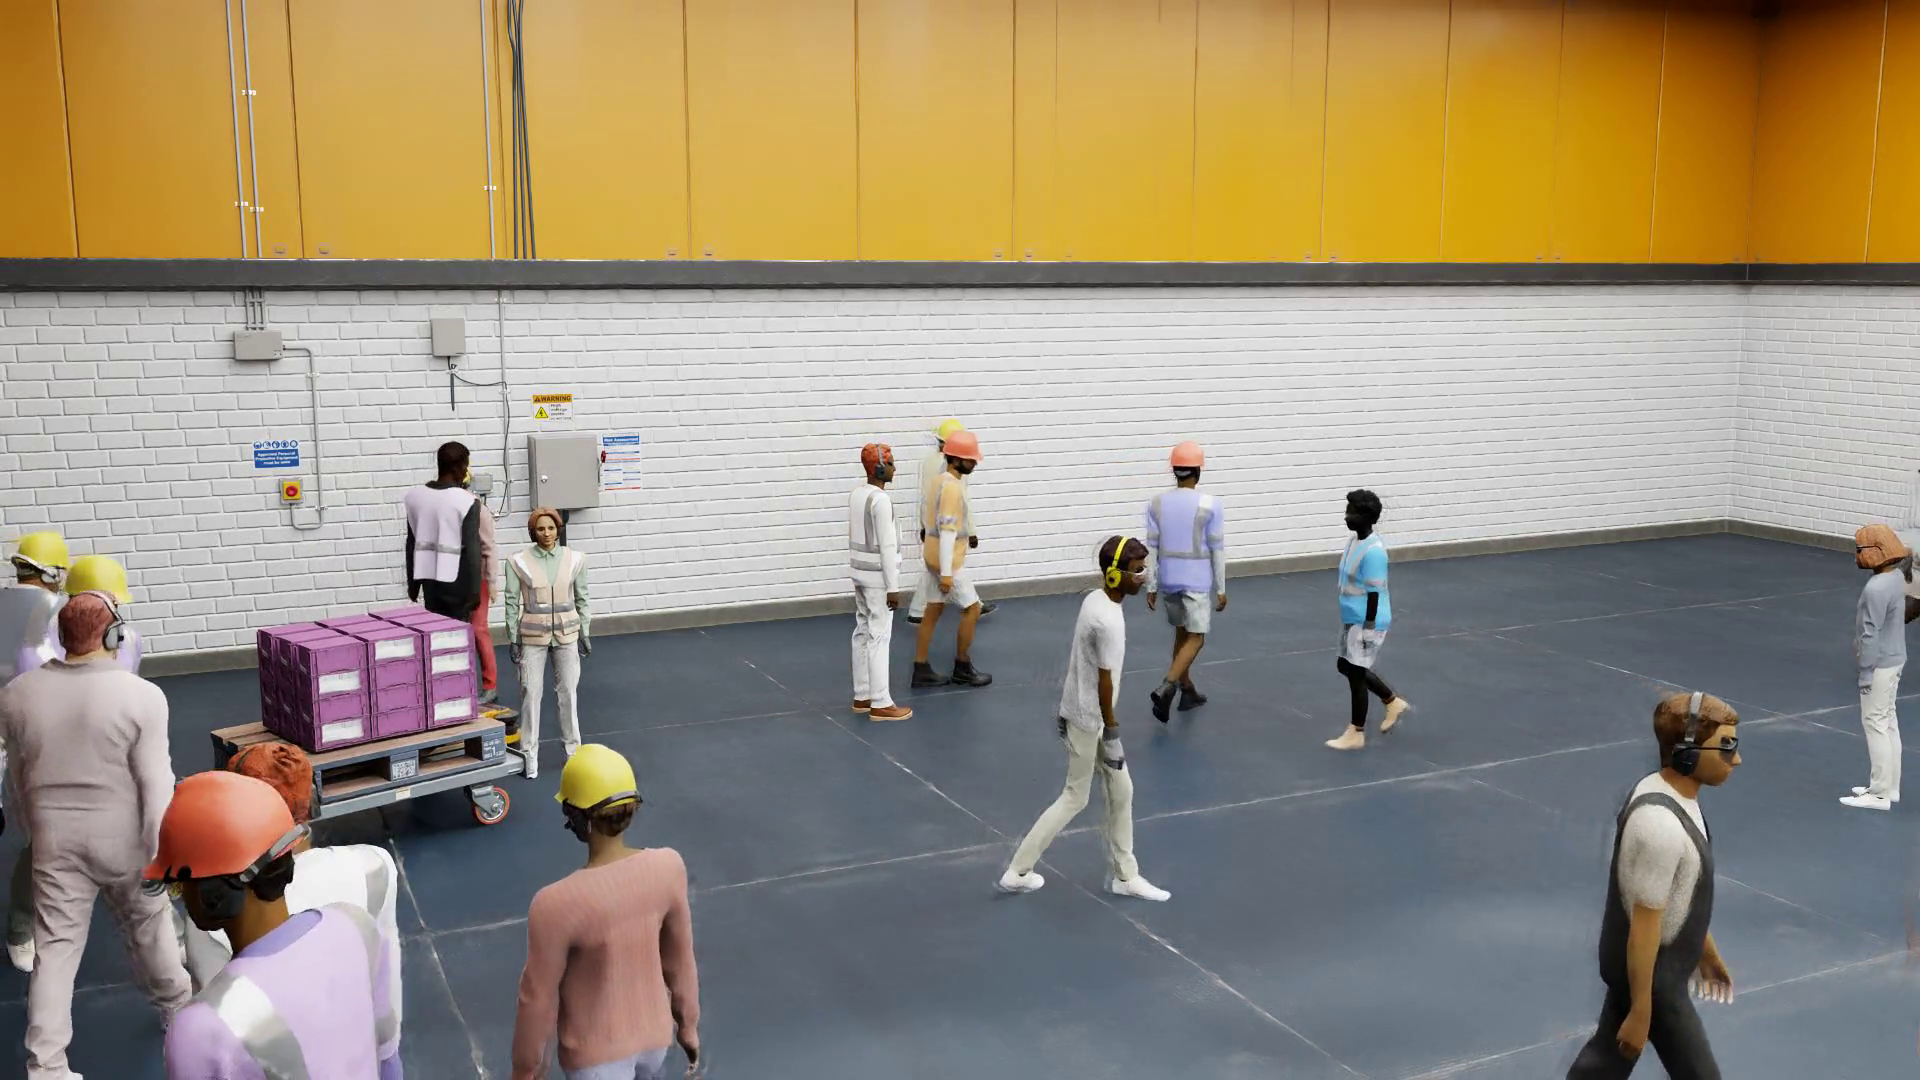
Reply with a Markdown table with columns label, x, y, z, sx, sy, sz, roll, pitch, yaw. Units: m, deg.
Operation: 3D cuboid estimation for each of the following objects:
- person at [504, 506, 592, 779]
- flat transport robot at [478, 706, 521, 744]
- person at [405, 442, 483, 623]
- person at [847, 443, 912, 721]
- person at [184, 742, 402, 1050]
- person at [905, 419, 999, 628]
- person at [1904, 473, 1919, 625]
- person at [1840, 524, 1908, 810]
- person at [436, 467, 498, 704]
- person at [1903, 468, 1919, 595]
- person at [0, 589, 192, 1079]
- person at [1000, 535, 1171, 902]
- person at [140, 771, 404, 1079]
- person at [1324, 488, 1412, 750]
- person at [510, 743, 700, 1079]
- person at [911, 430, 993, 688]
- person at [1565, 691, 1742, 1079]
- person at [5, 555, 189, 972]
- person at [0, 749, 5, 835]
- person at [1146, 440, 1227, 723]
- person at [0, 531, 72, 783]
| label | x | y | z | sx | sy | sz | roll | pitch | yaw |
| --- | --- | --- | --- | --- | --- | --- | --- | --- | --- |
| person | -2.480 | 0.608 | 10.035 | 0.516 | 1.641 | 0.308 | -5 | 10 | -27 |
| flat transport robot | -3.553 | 1.170 | 10.783 | 1.431 | 0.197 | 0.652 | 6 | 11 | 34 |
| person | -3.524 | 0.274 | 11.331 | 0.610 | 1.888 | 0.621 | 3 | 10 | 18 |
| person | -0.566 | 0.283 | 11.304 | 0.354 | 1.883 | 0.572 | -5 | 10 | -26 |
| person | -1.669 | 1.423 | 4.219 | 0.356 | 1.887 | 0.572 | 6 | 11 | 33 |
| person | -0.085 | -0.139 | 14.223 | 0.930 | 1.781 | 0.612 | -4 | 10 | -23 |
| person | 7.120 | 0.108 | 12.207 | 0.747 | 1.941 | 0.610 | -1 | 9 | -8 |
| person | 5.198 | 0.716 | 9.435 | 0.311 | 1.624 | 0.496 | 8 | 12 | 42 |
| person | -3.501 | 0.290 | 11.655 | 0.560 | 1.753 | 0.374 | 4 | 10 | 24 |
| person | 9.033 | -0.434 | 15.258 | 0.908 | 2.000 | 0.761 | 3 | 10 | 16 |
| person | -3.254 | 1.106 | 6.293 | 0.647 | 1.857 | 1.004 | 0 | 9 | -3 |
| person | 0.587 | 0.858 | 7.988 | 0.813 | 1.818 | 0.520 | 2 | 9 | 11 |
| person | -1.428 | 1.464 | 3.539 | 0.485 | 2.019 | 0.631 | 2 | 9 | 10 |
| person | 2.606 | 0.506 | 10.553 | 0.499 | 1.685 | 0.536 | 0 | 9 | -1 |
| person | -0.990 | 1.425 | 4.716 | 0.902 | 1.718 | 0.538 | 7 | 12 | 38 |
| person | -0.028 | 0.149 | 12.058 | 0.737 | 1.898 | 0.693 | -2 | 9 | -12 |
| person | 2.197 | 1.335 | 5.021 | 0.947 | 1.793 | 0.542 | 3 | 10 | 19 |
| person | -3.736 | 0.977 | 7.128 | 1.114 | 1.845 | 0.605 | 5 | 10 | 27 |
| person | -4.161 | 1.085 | 6.575 | 0.699 | 1.814 | 0.674 | 6 | 11 | 32 |
| person | 1.495 | 0.281 | 11.243 | 0.550 | 1.916 | 0.869 | 6 | 11 | 34 |
| person | -4.720 | 0.839 | 8.370 | 0.606 | 1.735 | 1.095 | 2 | 9 | 13 |
